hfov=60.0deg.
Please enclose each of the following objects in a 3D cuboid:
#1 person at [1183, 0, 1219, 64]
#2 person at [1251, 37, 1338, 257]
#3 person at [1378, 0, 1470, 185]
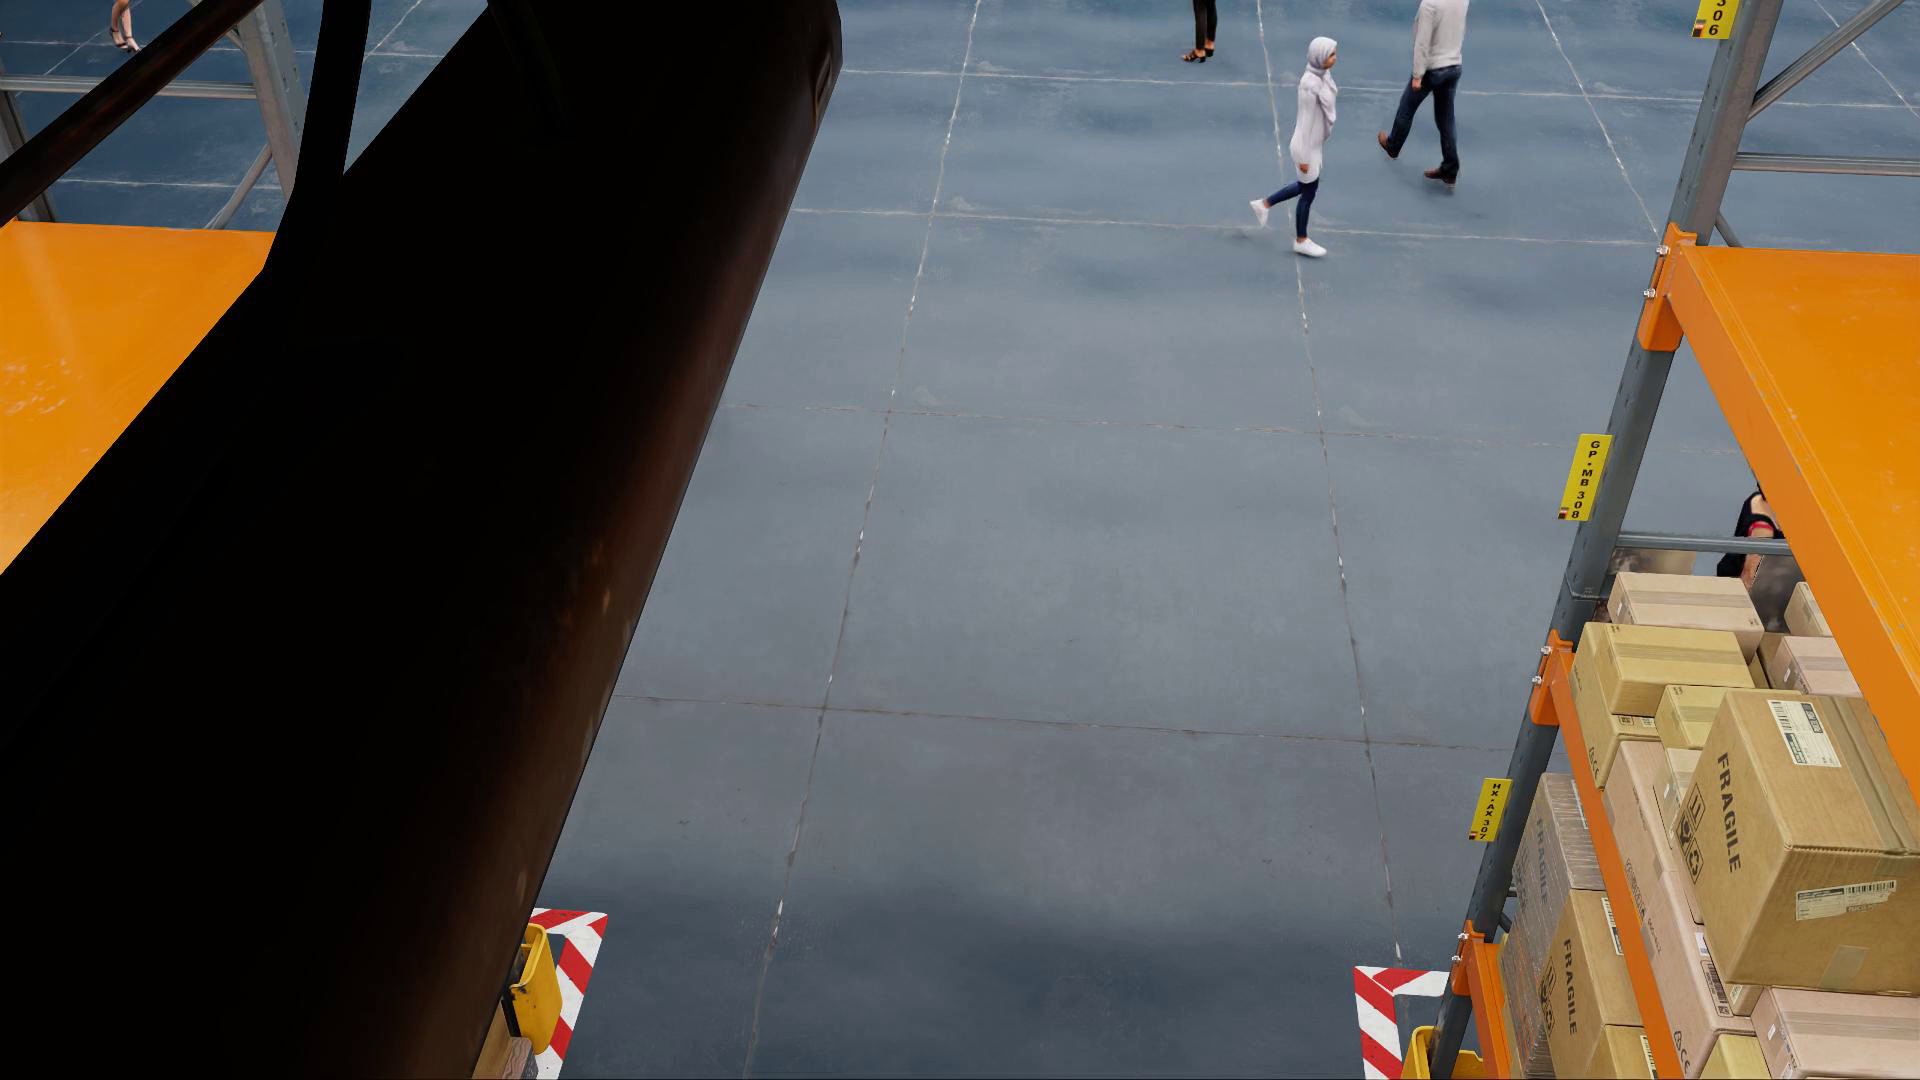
[{"bbox_3d":[2.391,-5.512,16.161,0.765,1.702,0.660,24,44,28],"label":"person"},{"bbox_3d":[2.643,-3.074,12.996,0.885,1.762,0.949,18,41,21],"label":"person"},{"bbox_3d":[4.054,-3.885,13.974,1.222,1.835,1.363,-23,43,-26],"label":"person"}]
